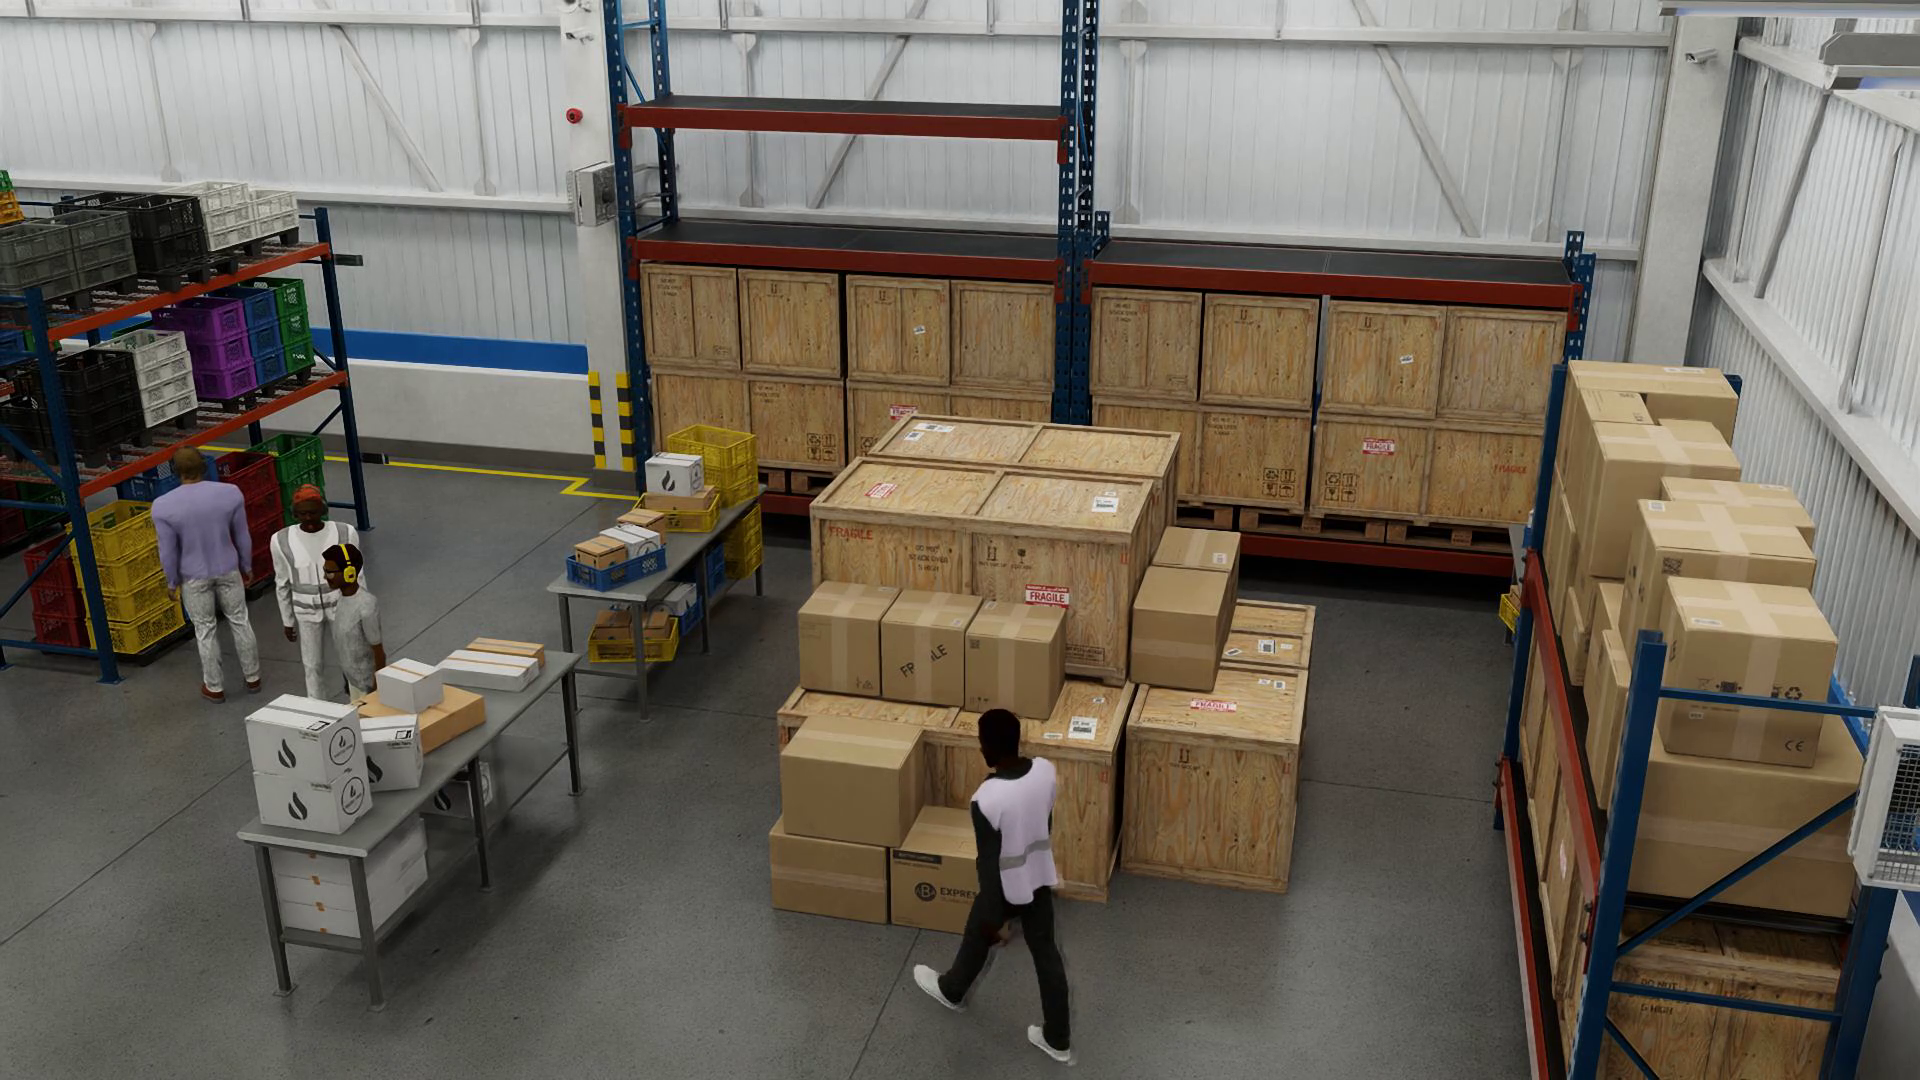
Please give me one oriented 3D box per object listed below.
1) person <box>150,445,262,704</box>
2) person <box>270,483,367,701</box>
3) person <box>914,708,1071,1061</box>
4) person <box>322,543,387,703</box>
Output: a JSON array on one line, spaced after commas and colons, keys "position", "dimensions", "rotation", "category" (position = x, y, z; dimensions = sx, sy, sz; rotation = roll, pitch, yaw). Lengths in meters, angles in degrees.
[{"position": [-5.439, 0.248, 12.044], "dimensions": [0.628, 1.936, 0.375], "rotation": [-15, 26, -34], "category": "person"}, {"position": [-4.378, 0.501, 11.466], "dimensions": [0.579, 1.878, 0.341], "rotation": [-7, 22, -18], "category": "person"}, {"position": [0.202, 1.680, 8.397], "dimensions": [1.012, 1.855, 0.628], "rotation": [19, 28, 40], "category": "person"}, {"position": [-3.760, 0.898, 10.435], "dimensions": [0.320, 1.871, 0.532], "rotation": [-17, 27, -37], "category": "person"}]
